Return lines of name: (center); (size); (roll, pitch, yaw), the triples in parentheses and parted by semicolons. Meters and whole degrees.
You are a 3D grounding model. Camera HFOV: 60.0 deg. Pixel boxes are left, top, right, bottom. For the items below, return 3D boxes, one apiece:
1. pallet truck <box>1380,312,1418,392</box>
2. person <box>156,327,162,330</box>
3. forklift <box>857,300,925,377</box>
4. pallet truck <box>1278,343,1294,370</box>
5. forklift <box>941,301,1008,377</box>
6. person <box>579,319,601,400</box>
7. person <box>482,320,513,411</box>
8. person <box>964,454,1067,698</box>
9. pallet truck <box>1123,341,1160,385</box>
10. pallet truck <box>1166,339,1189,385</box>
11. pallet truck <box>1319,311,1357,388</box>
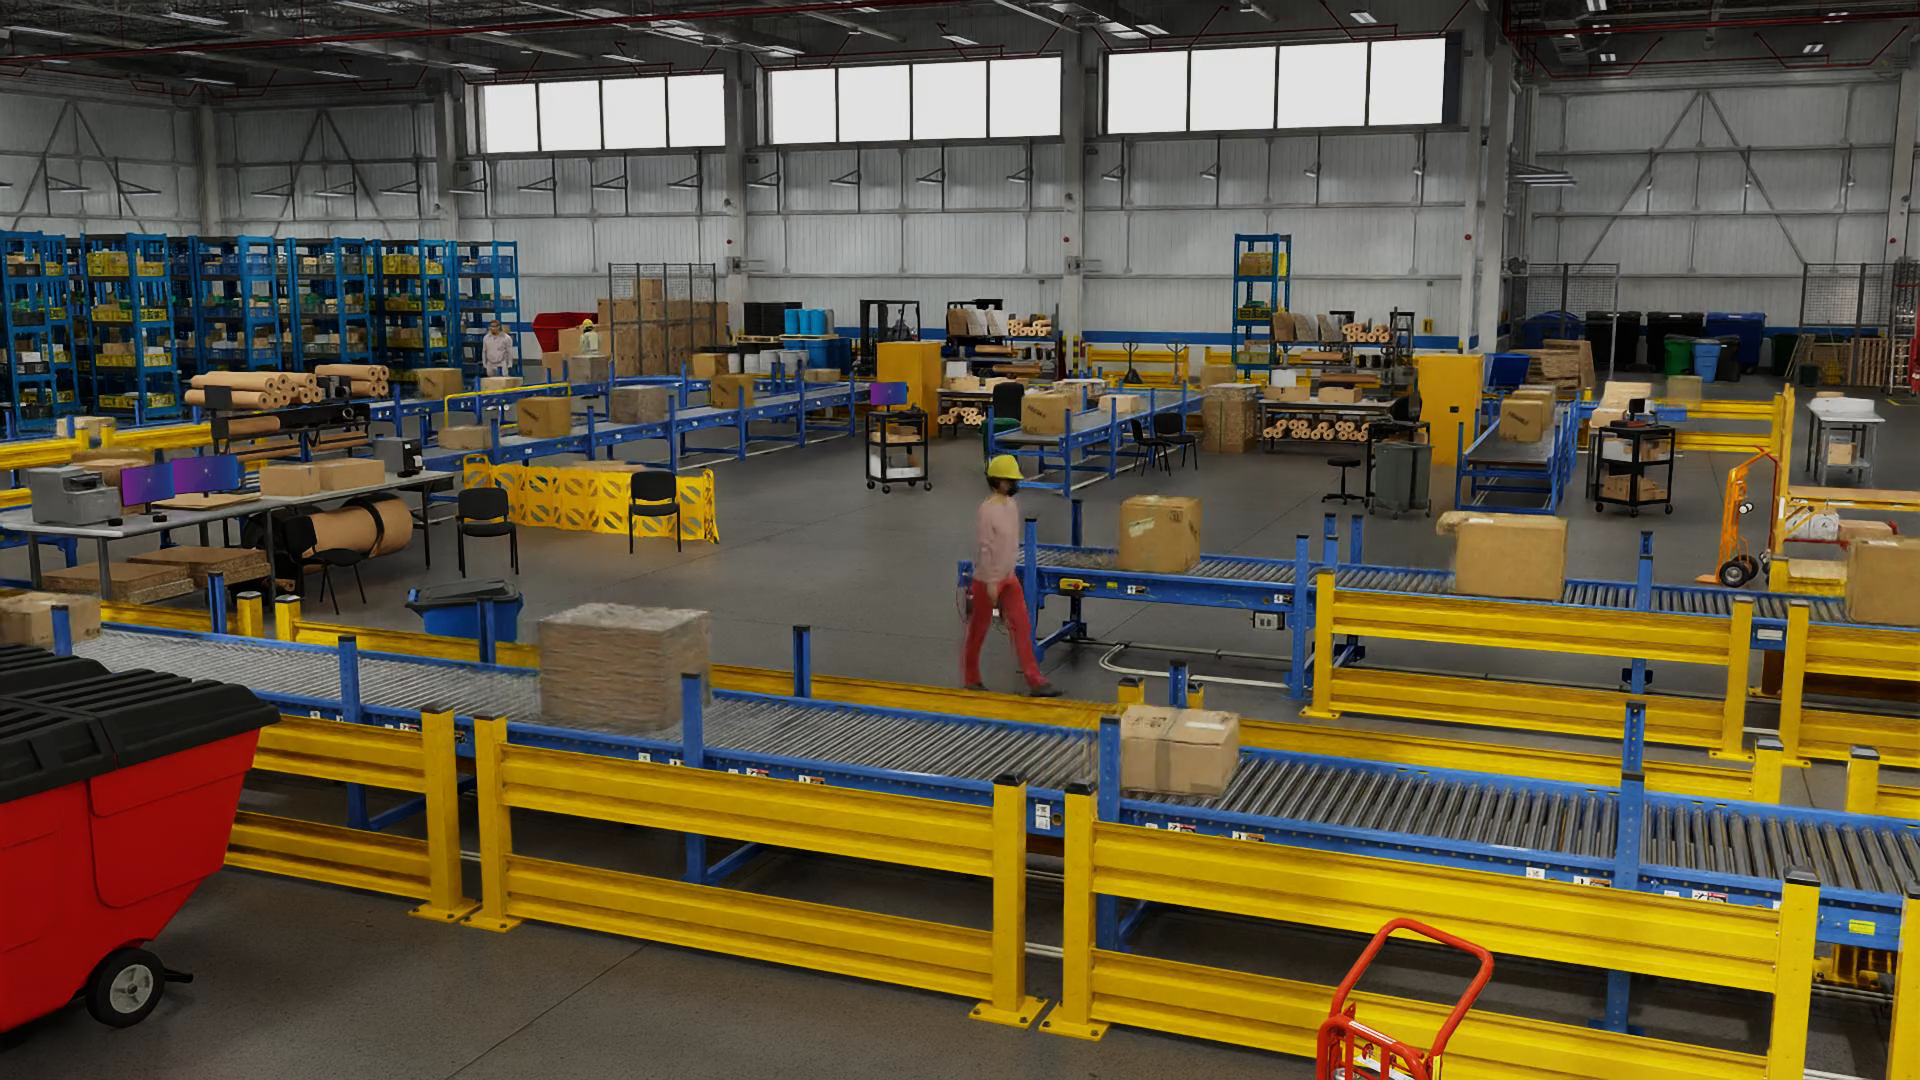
pallet truck: (10.207, -4.283, 38.369); (0.823, 1.965, 1.885); (3, 10, 20)
person: (-17.881, -4.001, 37.177); (0.575, 1.830, 0.410); (-7, 12, -36)
forklift: (-1.732, -5.109, 42.468); (1.157, 1.987, 2.680); (4, 10, 22)
pallet truck: (7.886, -4.163, 39.743); (0.653, 1.274, 1.630); (4, 10, 22)
forklift: (0.365, -4.966, 41.571); (1.157, 1.987, 2.680); (3, 10, 20)
person: (-8.408, -4.091, 37.699); (0.403, 1.834, 0.589); (6, 11, 34)
person: (-9.692, -3.650, 34.816); (0.652, 1.903, 0.404); (1, 9, 6)
person: (0.359, 0.279, 11.484); (0.827, 1.730, 0.552); (6, 11, 31)
pallet truck: (4.445, -4.380, 41.279); (0.680, 1.201, 1.601); (4, 10, 22)
pallet truck: (5.418, -4.269, 40.420); (0.704, 1.261, 1.522); (3, 10, 20)
pallet truck: (9.071, -4.419, 39.190); (0.823, 1.965, 1.885); (5, 10, 26)
